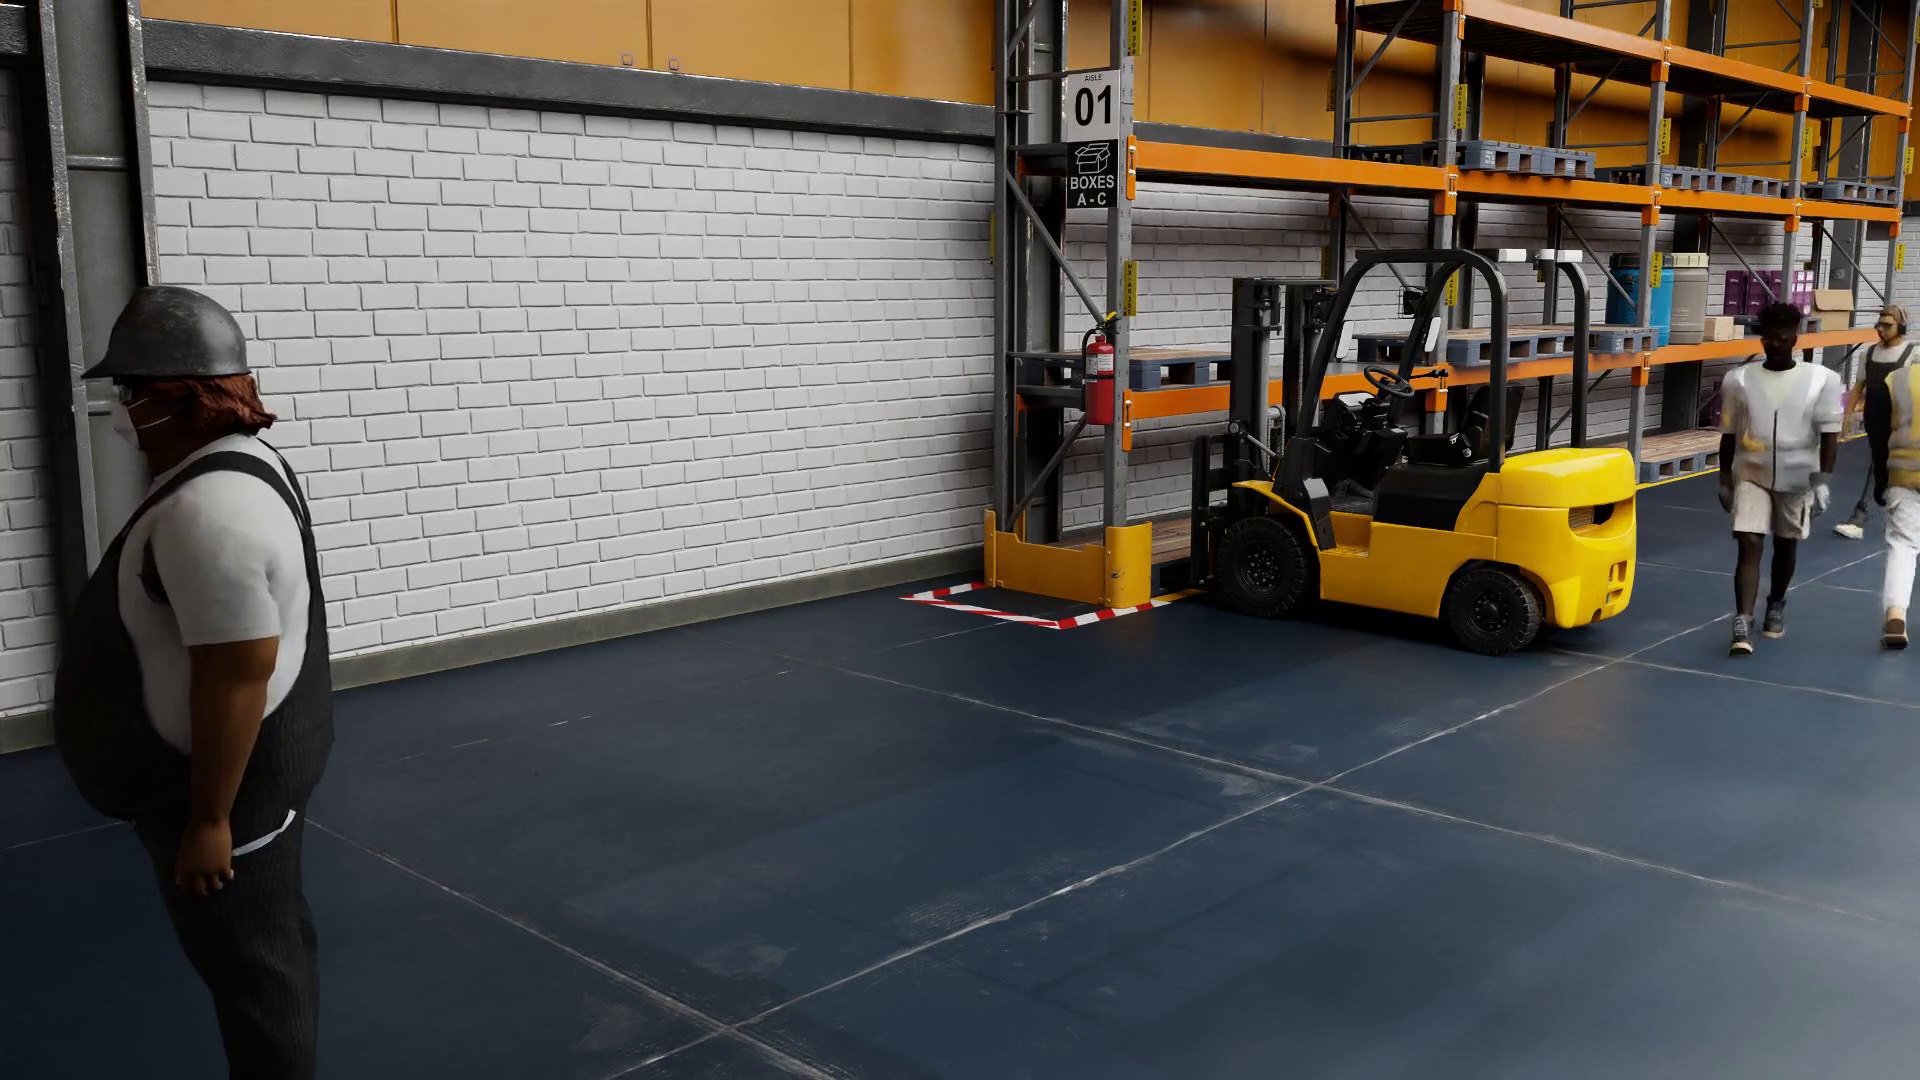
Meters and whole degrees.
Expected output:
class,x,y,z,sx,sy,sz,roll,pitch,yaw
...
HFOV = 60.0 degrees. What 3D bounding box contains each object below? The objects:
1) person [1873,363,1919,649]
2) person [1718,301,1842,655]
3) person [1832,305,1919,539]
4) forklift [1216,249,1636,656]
class,x,y,z,sx,sy,sz,roll,pitch,yaw
person,5.333,-0.305,9.121,0.616,1.810,0.899,6,11,32
person,4.439,-0.344,9.065,0.604,1.905,1.047,5,10,27
person,7.146,-0.911,12.874,0.988,1.795,0.531,-5,10,-26
forklift,2.710,-0.584,9.626,2.313,2.155,1.214,9,13,43
